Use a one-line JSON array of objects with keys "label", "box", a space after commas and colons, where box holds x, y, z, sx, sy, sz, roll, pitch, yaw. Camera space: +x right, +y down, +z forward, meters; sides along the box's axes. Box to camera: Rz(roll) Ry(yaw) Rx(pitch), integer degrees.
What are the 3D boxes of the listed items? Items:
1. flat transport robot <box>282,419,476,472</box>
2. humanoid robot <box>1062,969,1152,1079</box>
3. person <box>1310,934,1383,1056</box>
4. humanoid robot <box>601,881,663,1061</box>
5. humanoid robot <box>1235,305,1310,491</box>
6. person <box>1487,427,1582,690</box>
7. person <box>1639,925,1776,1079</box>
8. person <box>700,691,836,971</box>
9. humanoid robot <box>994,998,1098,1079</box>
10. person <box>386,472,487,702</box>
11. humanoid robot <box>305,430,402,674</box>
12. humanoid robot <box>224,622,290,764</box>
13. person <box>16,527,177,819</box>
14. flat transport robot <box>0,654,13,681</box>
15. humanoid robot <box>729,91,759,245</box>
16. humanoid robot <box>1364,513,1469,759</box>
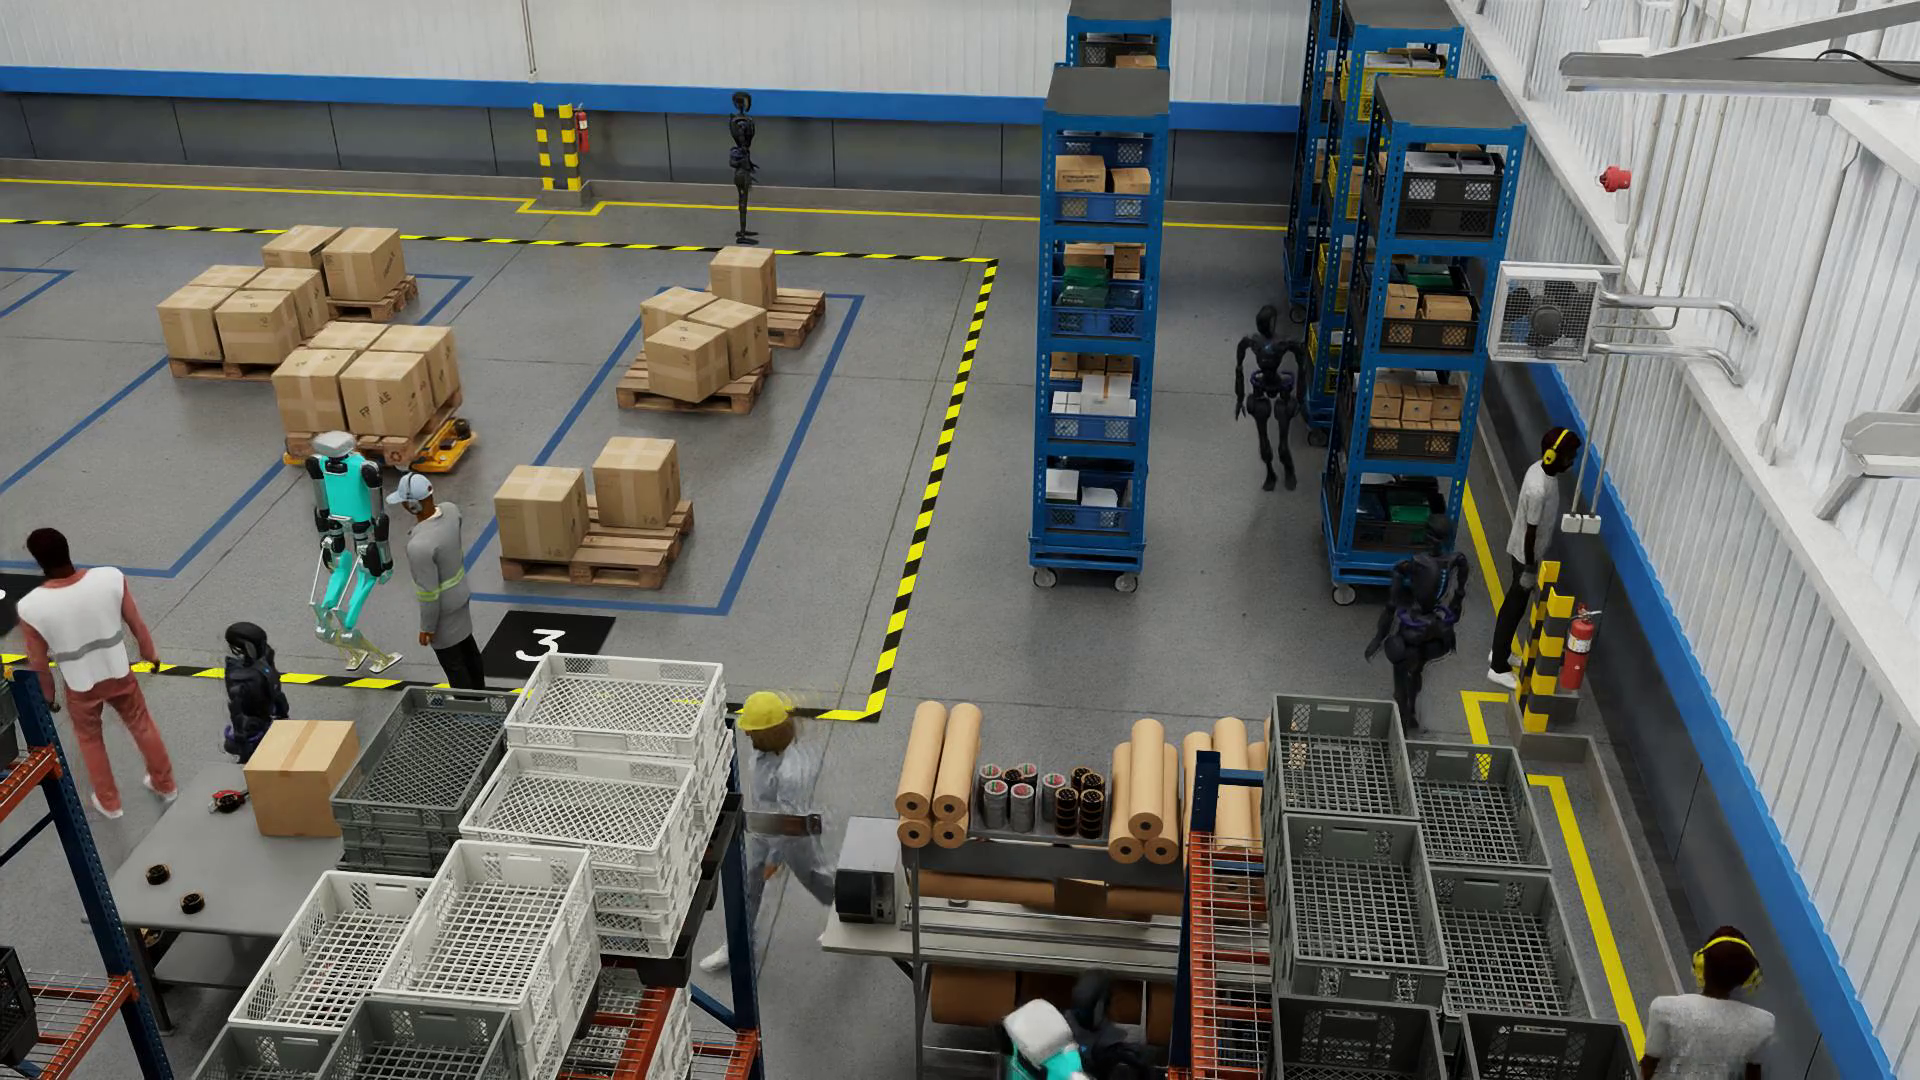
[{"label": "flat transport robot", "box": [-4.917, -0.841, 14.091, 1.431, 0.197, 0.652, 3, 30, 6]}, {"label": "humanoid robot", "box": [0.563, 2.482, 7.041, 0.586, 1.663, 0.581, 14, 33, 23]}, {"label": "person", "box": [1.870, 2.033, 7.699, 0.568, 1.755, 1.049, 8, 31, 13]}, {"label": "humanoid robot", "box": [-1.589, 2.032, 7.740, 0.746, 1.808, 0.530, 22, 37, 32]}, {"label": "humanoid robot", "box": [2.487, -1.121, 13.213, 0.629, 1.625, 0.463, 11, 32, 18]}, {"label": "person", "box": [3.756, 0.103, 10.911, 0.332, 1.865, 0.517, 12, 32, 19]}, {"label": "person", "box": [3.085, 2.359, 7.080, 0.535, 1.820, 0.958, 7, 31, 12]}, {"label": "person", "box": [-0.941, 1.500, 8.667, 0.896, 1.694, 0.487, -18, 35, -28]}, {"label": "humanoid robot", "box": [0.110, 2.691, 6.637, 0.828, 1.849, 0.533, -22, 37, -33]}, {"label": "person", "box": [-3.268, 0.395, 10.426, 0.395, 1.848, 0.586, 3, 30, 5]}, {"label": "humanoid robot", "box": [-4.035, 0.161, 10.805, 0.533, 1.675, 0.735, 9, 31, 15]}, {"label": "humanoid robot", "box": [-3.883, 1.139, 9.328, 0.607, 1.632, 0.588, 0, 30, 0]}, {"label": "person", "box": [-5.004, 0.780, 9.705, 0.677, 1.905, 0.415, -26, 39, -37]}, {"label": "flat transport robot", "box": [-7.142, 0.969, 11.010, 1.431, 0.231, 0.659, 3, 30, 6]}, {"label": "humanoid robot", "box": [-2.378, -4.123, 18.342, 0.315, 1.655, 0.599, -2, 30, -4]}, {"label": "humanoid robot", "box": [2.815, 0.568, 10.300, 0.611, 1.650, 0.458, -9, 31, -15]}]
